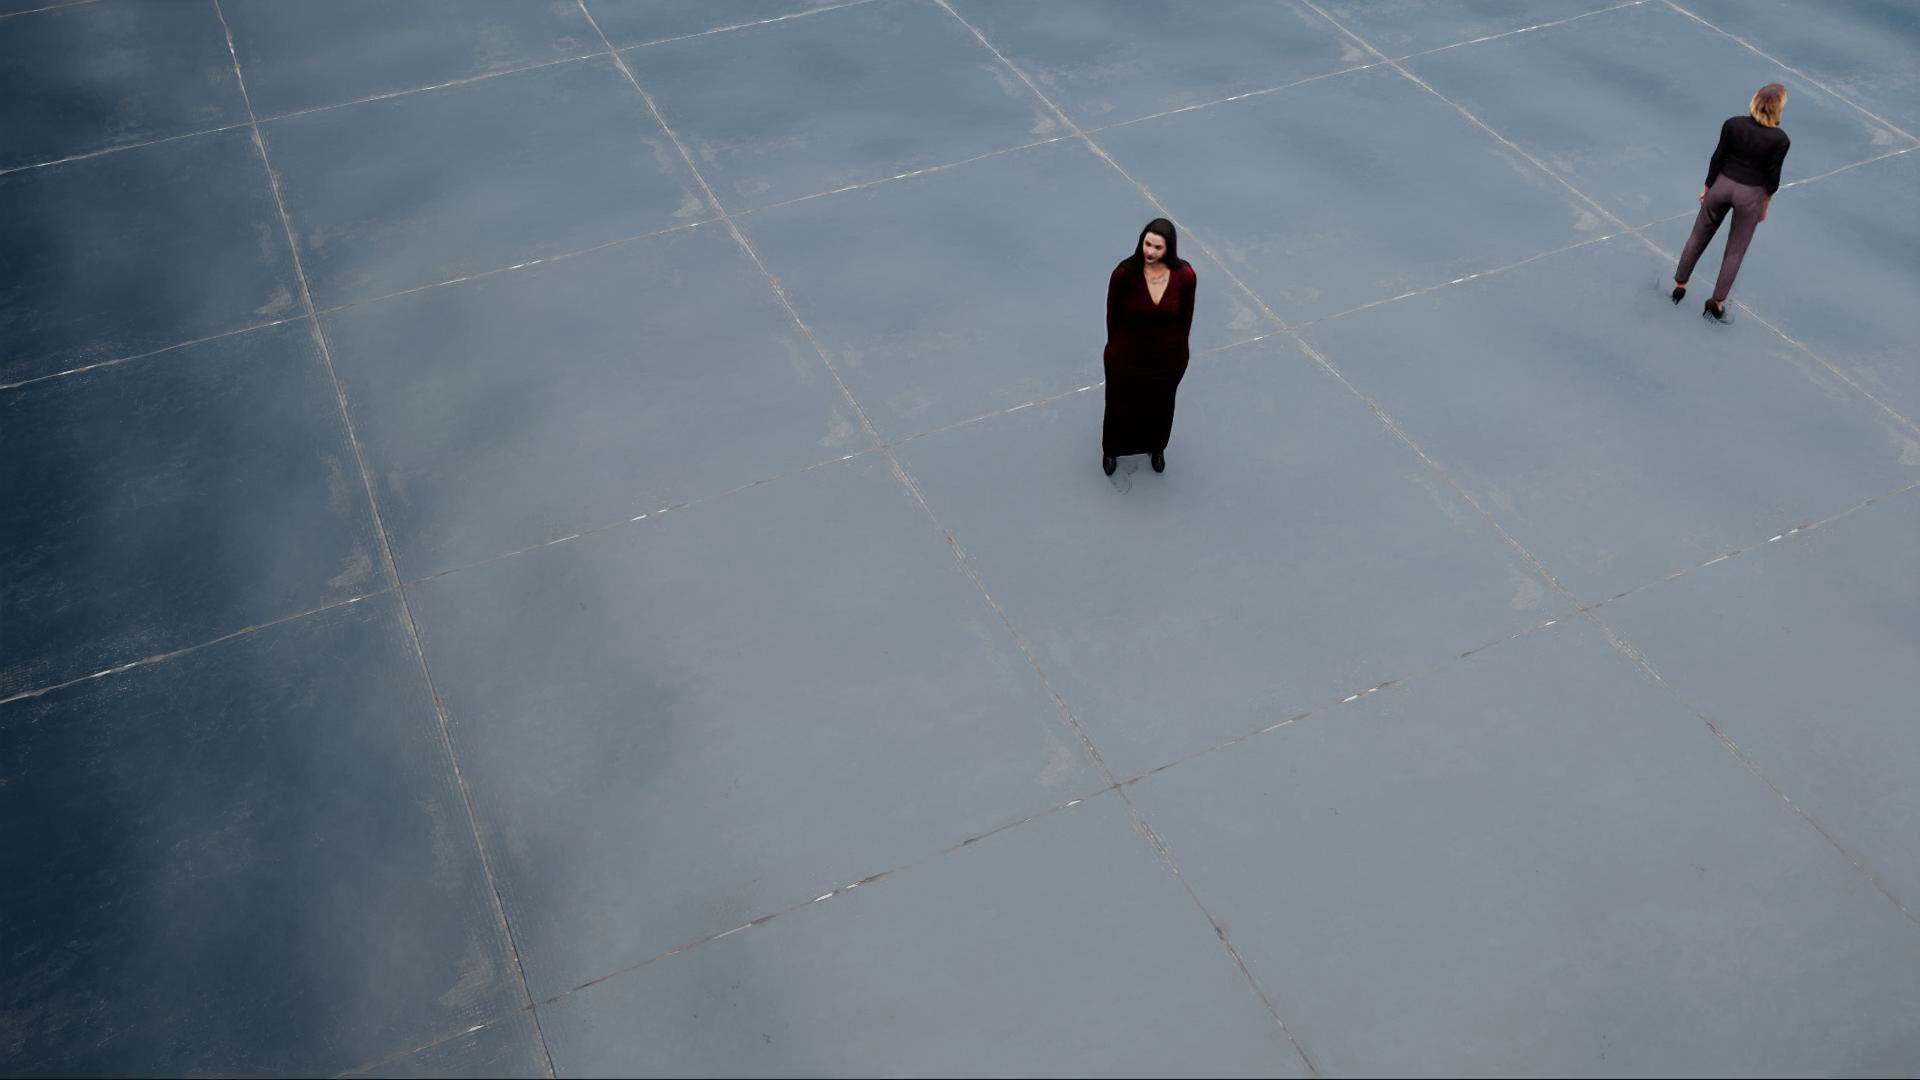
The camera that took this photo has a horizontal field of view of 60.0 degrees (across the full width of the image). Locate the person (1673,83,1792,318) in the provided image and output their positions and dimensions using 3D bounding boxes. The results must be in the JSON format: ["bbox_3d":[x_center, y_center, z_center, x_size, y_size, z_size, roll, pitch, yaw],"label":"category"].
[{"bbox_3d":[5.097,-2.236,10.978,0.601,1.668,0.735,30,50,29],"label":"person"}]

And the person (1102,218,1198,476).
[{"bbox_3d":[1.083,-1.117,9.679,0.752,1.757,0.749,-1,42,-1],"label":"person"}]
